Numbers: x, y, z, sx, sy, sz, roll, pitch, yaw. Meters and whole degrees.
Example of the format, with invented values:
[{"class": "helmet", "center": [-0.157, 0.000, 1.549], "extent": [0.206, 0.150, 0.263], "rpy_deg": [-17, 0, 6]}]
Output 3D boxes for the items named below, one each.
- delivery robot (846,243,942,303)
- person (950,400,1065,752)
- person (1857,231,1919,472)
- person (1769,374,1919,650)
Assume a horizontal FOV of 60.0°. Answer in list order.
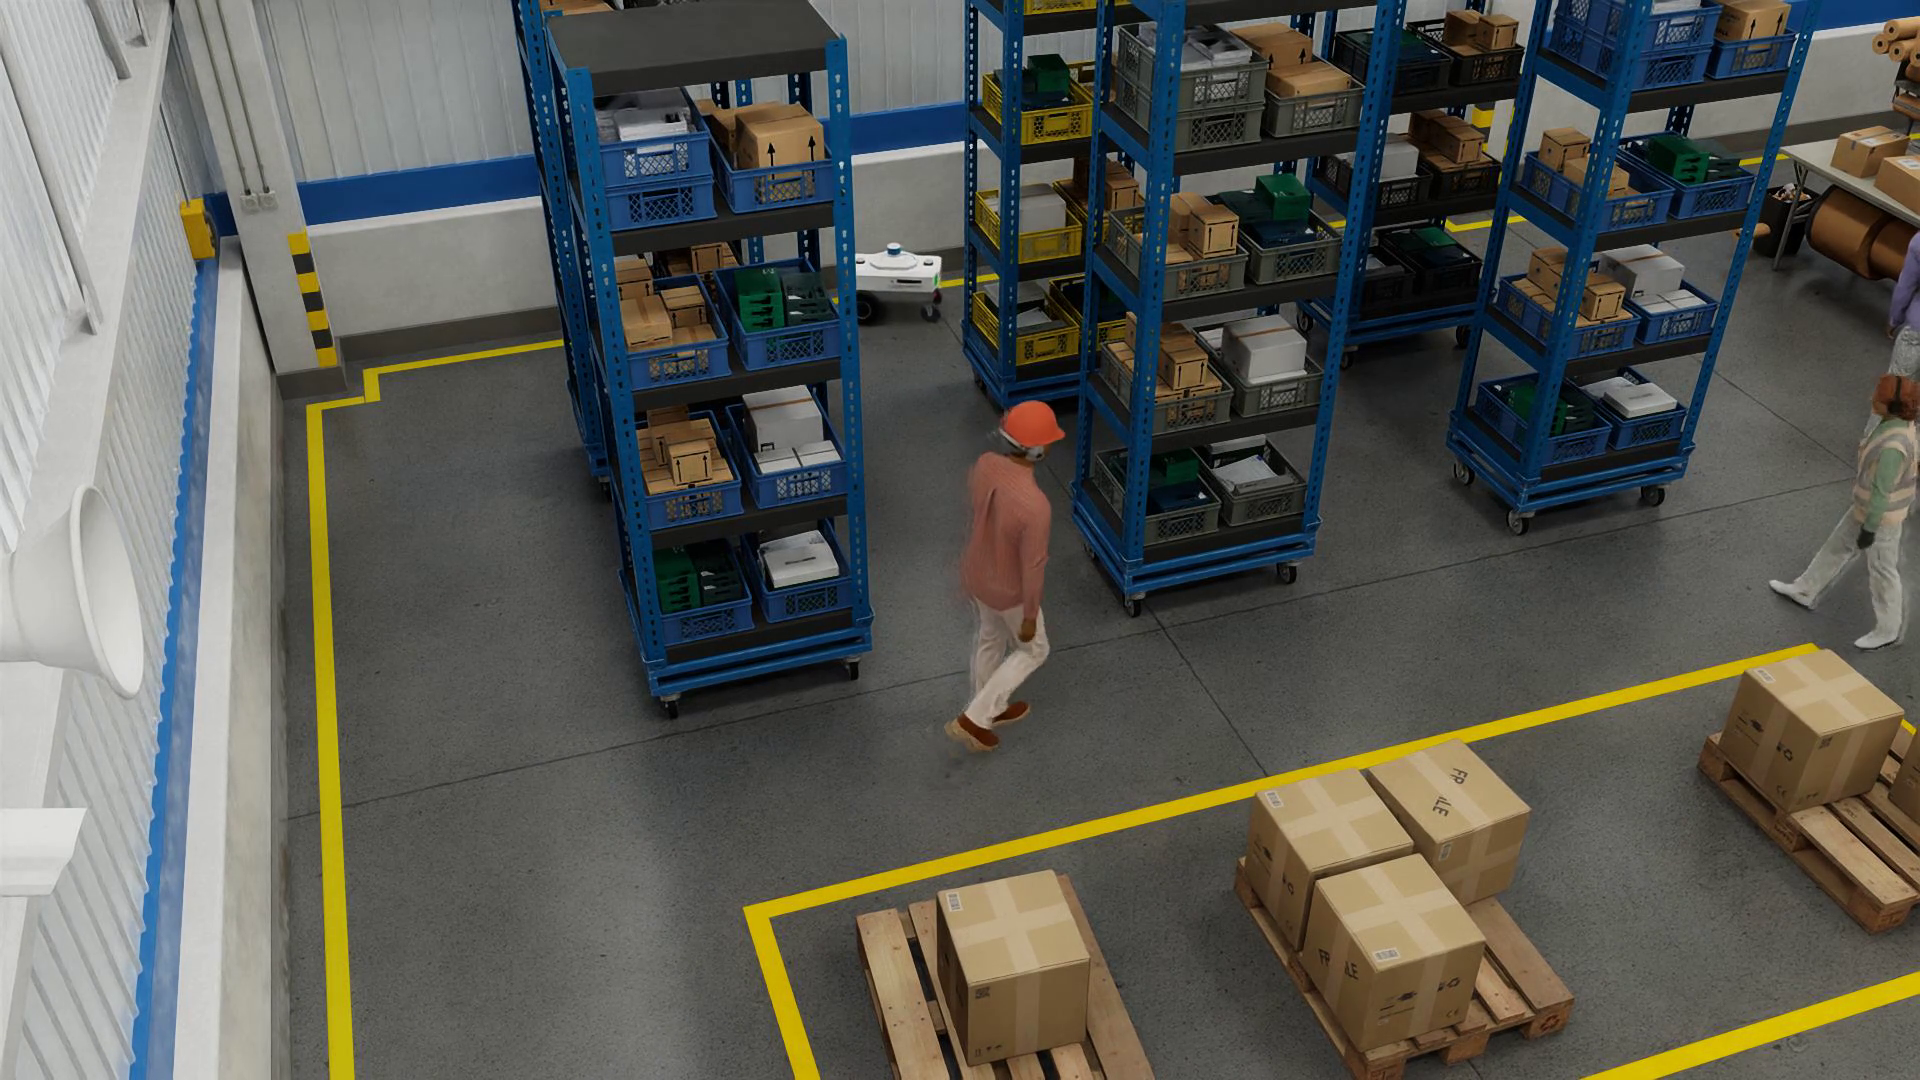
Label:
[{"class": "delivery robot", "center": [-0.492, -2.001, 12.546], "extent": [0.707, 0.478, 0.477], "rpy_deg": [2, 35, 2]}, {"class": "person", "center": [0.226, 0.207, 8.281], "extent": [0.603, 1.969, 0.628], "rpy_deg": [-20, 40, -26]}, {"class": "person", "center": [6.151, -1.318, 10.464], "extent": [0.630, 1.940, 0.372], "rpy_deg": [27, 43, 33]}, {"class": "person", "center": [5.030, -0.161, 9.120], "extent": [0.722, 1.606, 0.550], "rpy_deg": [15, 38, 21]}]
